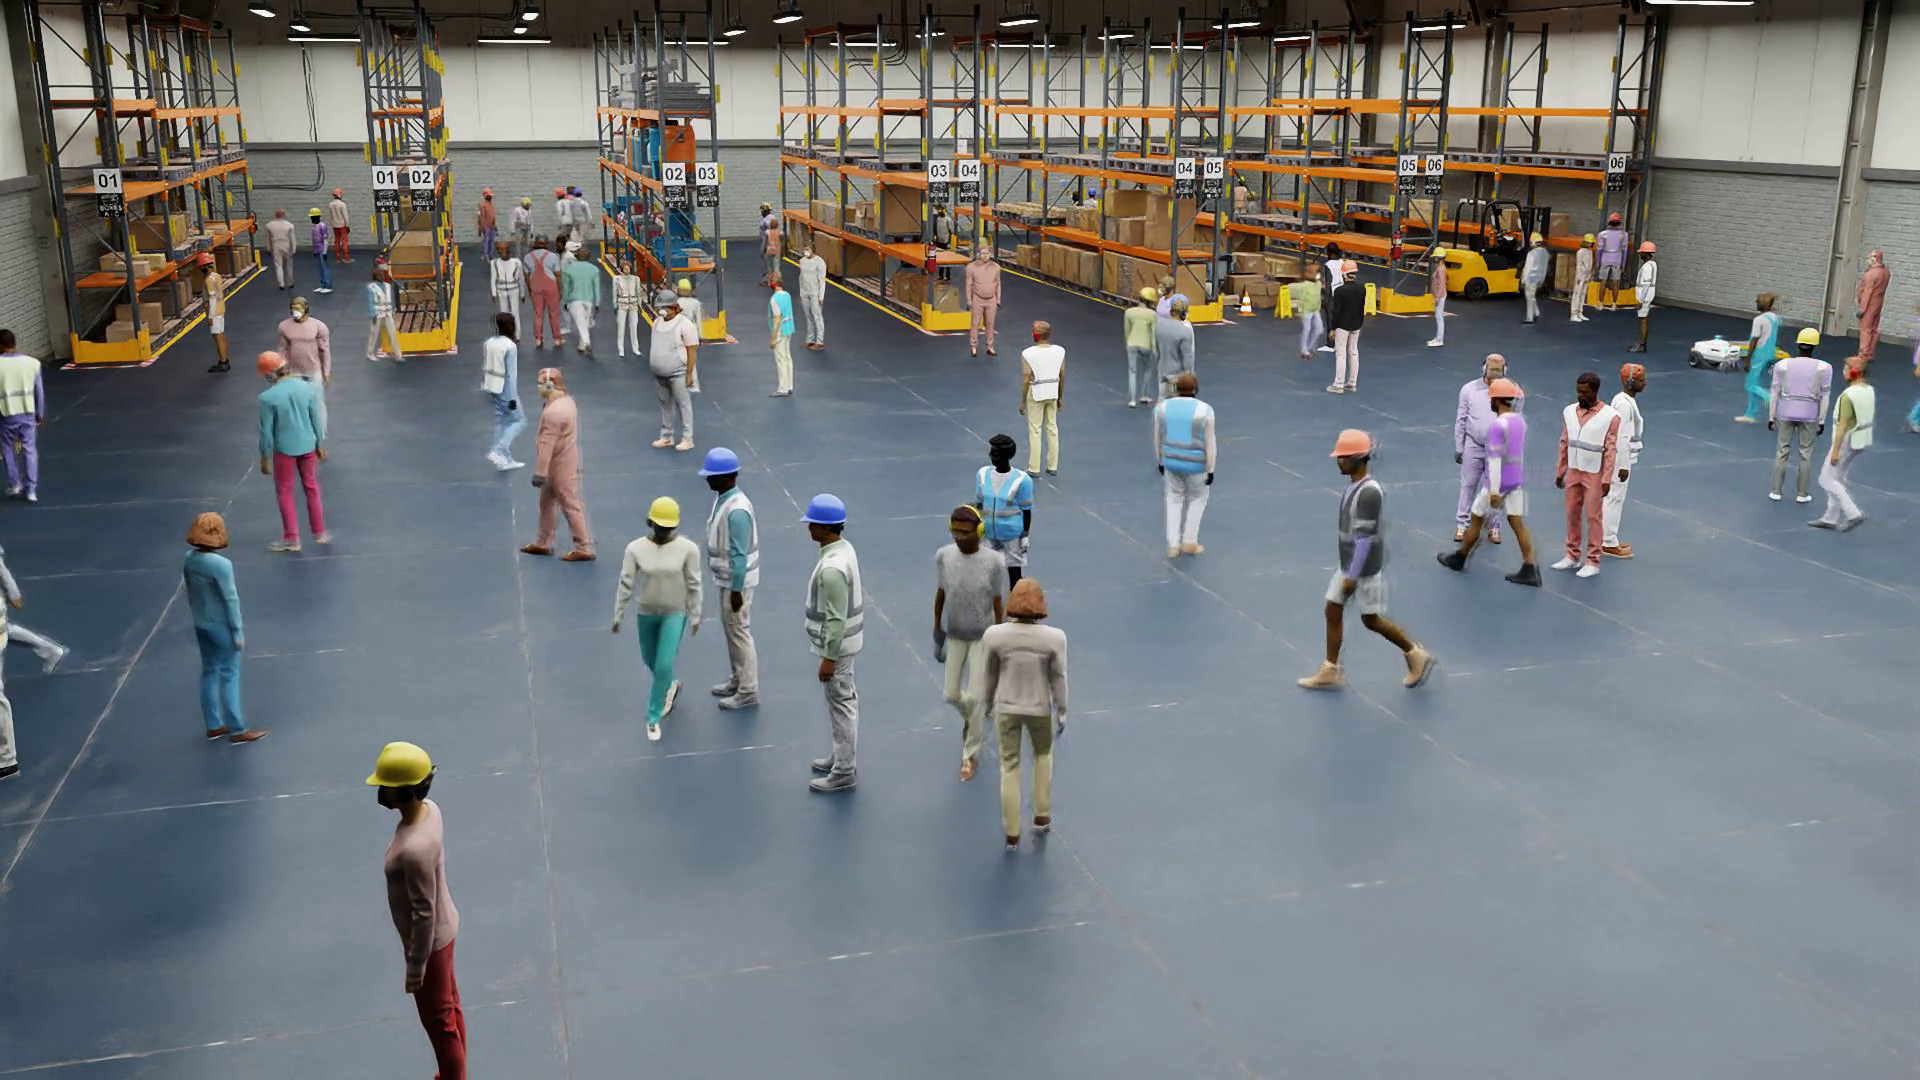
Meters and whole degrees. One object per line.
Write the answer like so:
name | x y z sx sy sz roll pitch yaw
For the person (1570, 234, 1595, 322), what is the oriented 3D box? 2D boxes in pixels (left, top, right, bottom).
person | 12.489 -5.249 33.275 0.483 1.736 0.311 -13 20 -41

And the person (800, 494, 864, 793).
person | -0.810 0.653 10.656 0.392 1.949 0.602 0 15 1

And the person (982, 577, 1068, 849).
person | 0.386 1.015 9.940 0.516 1.614 0.584 1 15 4

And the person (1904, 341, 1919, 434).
person | 12.822 -2.278 21.934 0.623 1.818 0.446 -11 18 -35

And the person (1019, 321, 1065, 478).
person | 0.969 -1.642 19.490 0.570 1.842 0.379 -8 17 -27

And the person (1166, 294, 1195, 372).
person | 2.800 -2.167 21.268 0.389 1.949 0.602 2 15 6

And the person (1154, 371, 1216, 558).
person | 2.187 -0.725 16.103 0.664 1.824 0.501 9 17 29

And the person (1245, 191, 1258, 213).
person | 8.577 -9.373 48.814 0.439 1.718 0.512 8 17 27

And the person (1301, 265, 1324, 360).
person | 5.976 -3.853 28.242 0.509 1.621 0.379 -10 18 -33

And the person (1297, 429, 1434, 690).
person | 3.064 0.163 12.404 0.943 2.002 0.616 -1 15 -4

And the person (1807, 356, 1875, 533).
person | 9.030 -0.961 16.958 0.582 1.827 0.552 -12 19 -38

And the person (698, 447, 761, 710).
person | -1.673 0.271 12.126 0.422 1.937 0.612 -5 16 -17

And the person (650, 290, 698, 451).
person | -3.667 -2.148 21.021 0.688 2.000 0.536 10 18 33

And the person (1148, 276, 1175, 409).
person | 2.946 -2.770 23.566 0.375 1.936 0.627 -5 16 -17

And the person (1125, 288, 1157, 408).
person | 2.639 -2.792 24.063 0.515 1.718 0.714 5 16 17

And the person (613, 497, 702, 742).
person | -2.101 0.490 11.713 0.618 1.722 0.704 0 15 0

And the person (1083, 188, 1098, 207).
person | 3.641 -8.774 46.127 0.603 1.949 0.389 11 18 35

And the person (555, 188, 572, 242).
person | -11.128 -8.970 46.913 0.460 1.927 0.638 8 17 27

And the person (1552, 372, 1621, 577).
person | 5.854 -0.626 15.555 0.405 1.906 0.604 -9 18 -31

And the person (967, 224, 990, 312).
person | 0.355 -5.616 34.380 0.435 1.878 0.708 12 19 38

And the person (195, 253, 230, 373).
person | -12.145 -3.691 27.037 0.366 1.931 0.542 -3 15 -11

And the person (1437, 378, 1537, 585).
person | 4.970 -0.555 15.345 0.555 1.881 1.008 -11 19 -36

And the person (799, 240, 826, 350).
person | -2.619 -4.337 29.478 0.625 1.933 0.373 14 20 42

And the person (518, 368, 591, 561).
person | -3.960 -0.704 15.911 0.846 1.878 0.648 -2 15 -6

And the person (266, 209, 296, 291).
person | -15.786 -6.748 38.709 0.654 1.859 1.027 -4 15 -15

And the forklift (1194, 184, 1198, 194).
forklift | 7.392 -11.333 53.972 1.873 2.768 1.129 -4 15 -15

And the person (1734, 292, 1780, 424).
person | 10.921 -2.439 22.533 0.528 1.826 0.656 -11 19 -36

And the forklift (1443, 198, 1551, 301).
forklift | 11.913 -6.508 37.130 2.313 2.155 1.214 -4 15 -15

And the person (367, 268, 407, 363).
person | -9.776 -3.790 28.058 0.870 1.594 0.534 9 18 31

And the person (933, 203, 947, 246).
person | -0.577 -8.103 43.818 0.512 1.840 0.346 8 17 27

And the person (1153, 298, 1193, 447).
person | 2.698 -2.084 21.001 0.376 1.928 0.637 -11 18 -35

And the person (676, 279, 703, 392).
person | -4.184 -3.127 25.375 0.493 1.695 0.917 -12 19 -38

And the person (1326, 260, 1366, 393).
person | 5.846 -3.227 25.167 0.614 1.994 0.381 -8 17 -29

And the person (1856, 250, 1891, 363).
person | 15.244 -3.904 27.890 0.642 1.907 0.410 -11 19 -37

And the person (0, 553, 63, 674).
person | -7.069 0.363 12.233 0.511 1.697 0.853 9 17 30

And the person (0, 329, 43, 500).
person | -10.499 -1.397 18.481 0.616 1.882 0.687 -14 20 -42

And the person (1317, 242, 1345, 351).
person | 6.561 -4.277 29.275 0.397 1.915 0.587 12 19 38
